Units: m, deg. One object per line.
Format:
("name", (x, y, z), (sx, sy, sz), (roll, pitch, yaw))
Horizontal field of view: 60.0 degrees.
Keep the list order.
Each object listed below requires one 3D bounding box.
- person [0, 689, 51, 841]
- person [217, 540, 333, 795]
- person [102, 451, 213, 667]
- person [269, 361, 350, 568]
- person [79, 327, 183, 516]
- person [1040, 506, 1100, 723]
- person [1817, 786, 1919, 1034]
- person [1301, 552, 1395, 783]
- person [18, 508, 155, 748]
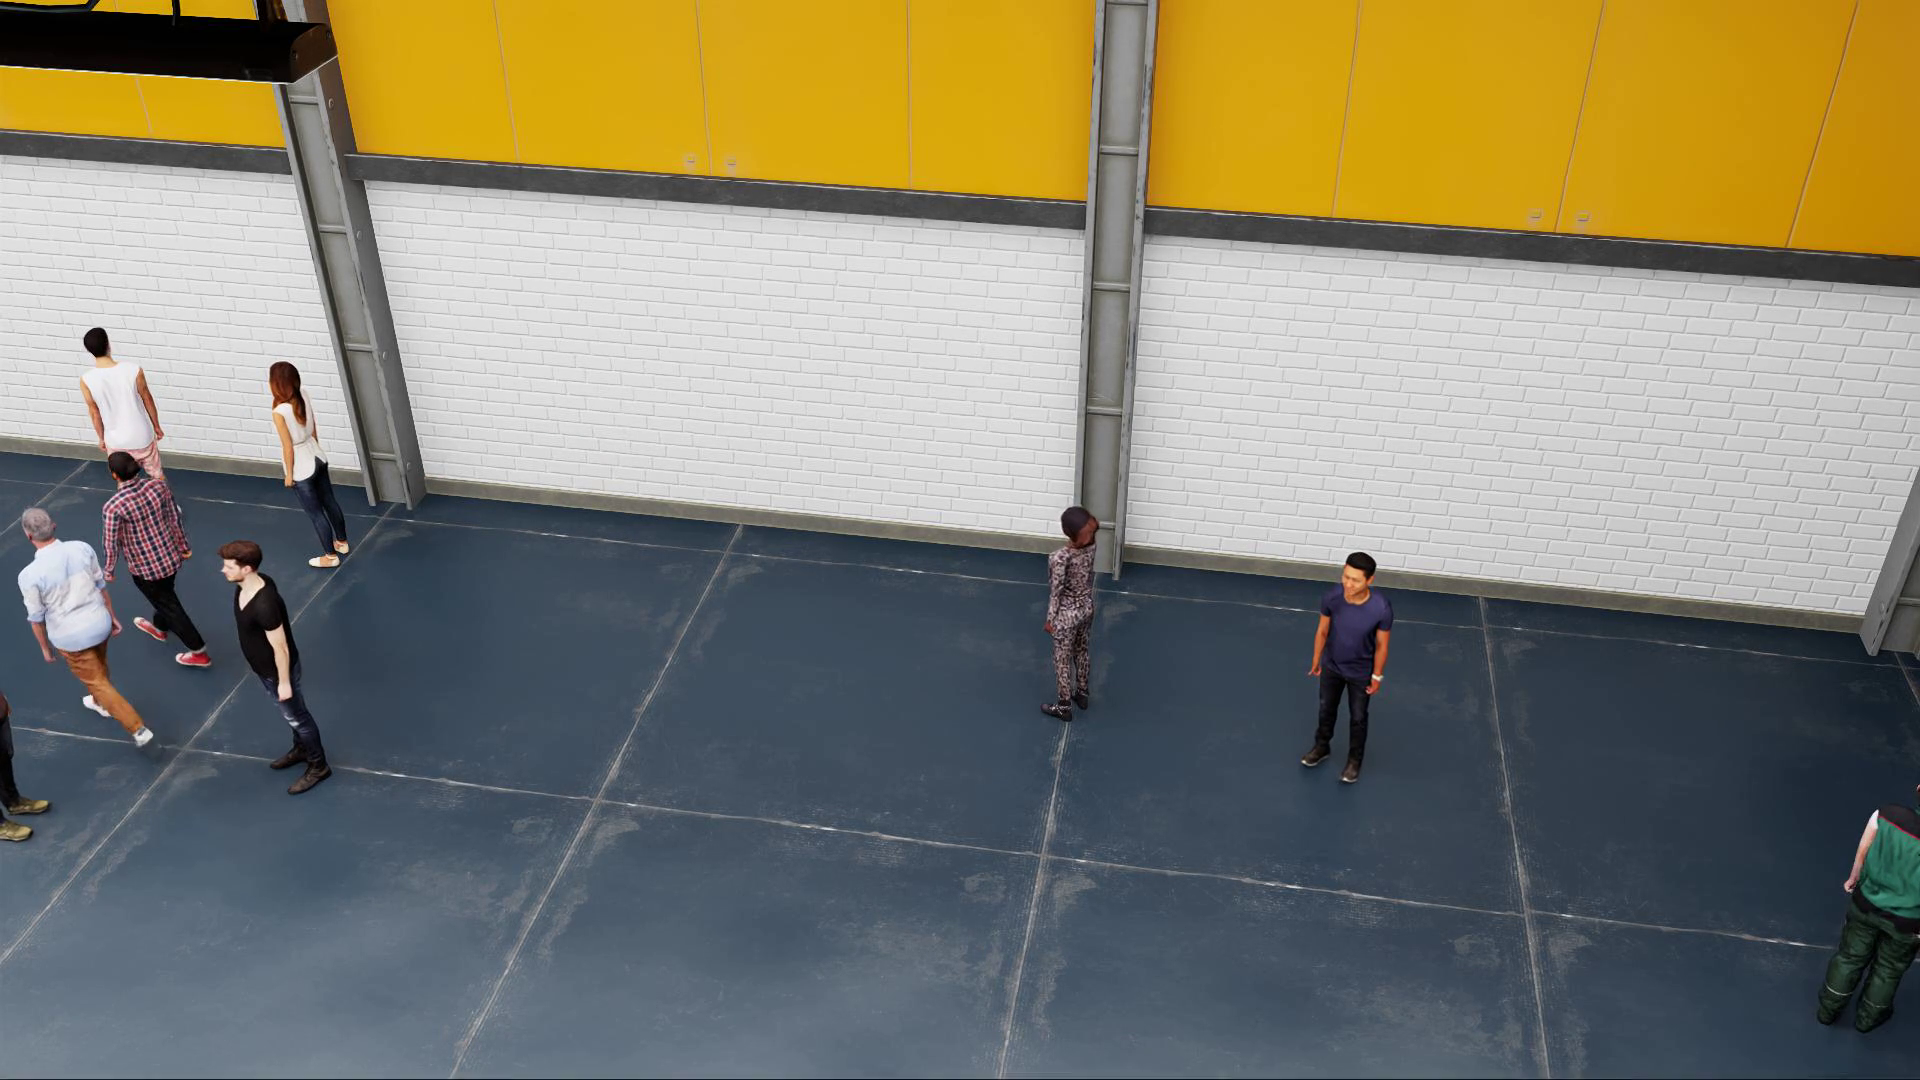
("person", (-6.173, 1.116, 10.417), (0.607, 1.776, 0.665), (0, 34, -1))
("person", (-4.428, 0.796, 10.789), (0.804, 1.896, 0.740), (-22, 40, -30))
("person", (-5.702, 0.174, 11.879), (1.101, 1.726, 0.835), (12, 35, 17))
("person", (-5.081, -0.586, 12.969), (0.535, 1.785, 0.592), (8, 35, 12))
("person", (-6.701, -0.862, 13.384), (0.710, 1.784, 0.782), (-19, 38, -27))
("person", (0.766, 0.497, 11.403), (0.725, 1.715, 0.683), (29, 43, 36))
("person", (5.077, 1.977, 9.059), (0.835, 1.846, 0.763), (-27, 42, -34))
("person", (2.556, 0.805, 10.875), (0.632, 1.787, 0.774), (20, 39, 27))
("person", (-5.834, 0.637, 11.132), (1.269, 1.782, 0.971), (19, 38, 26))
